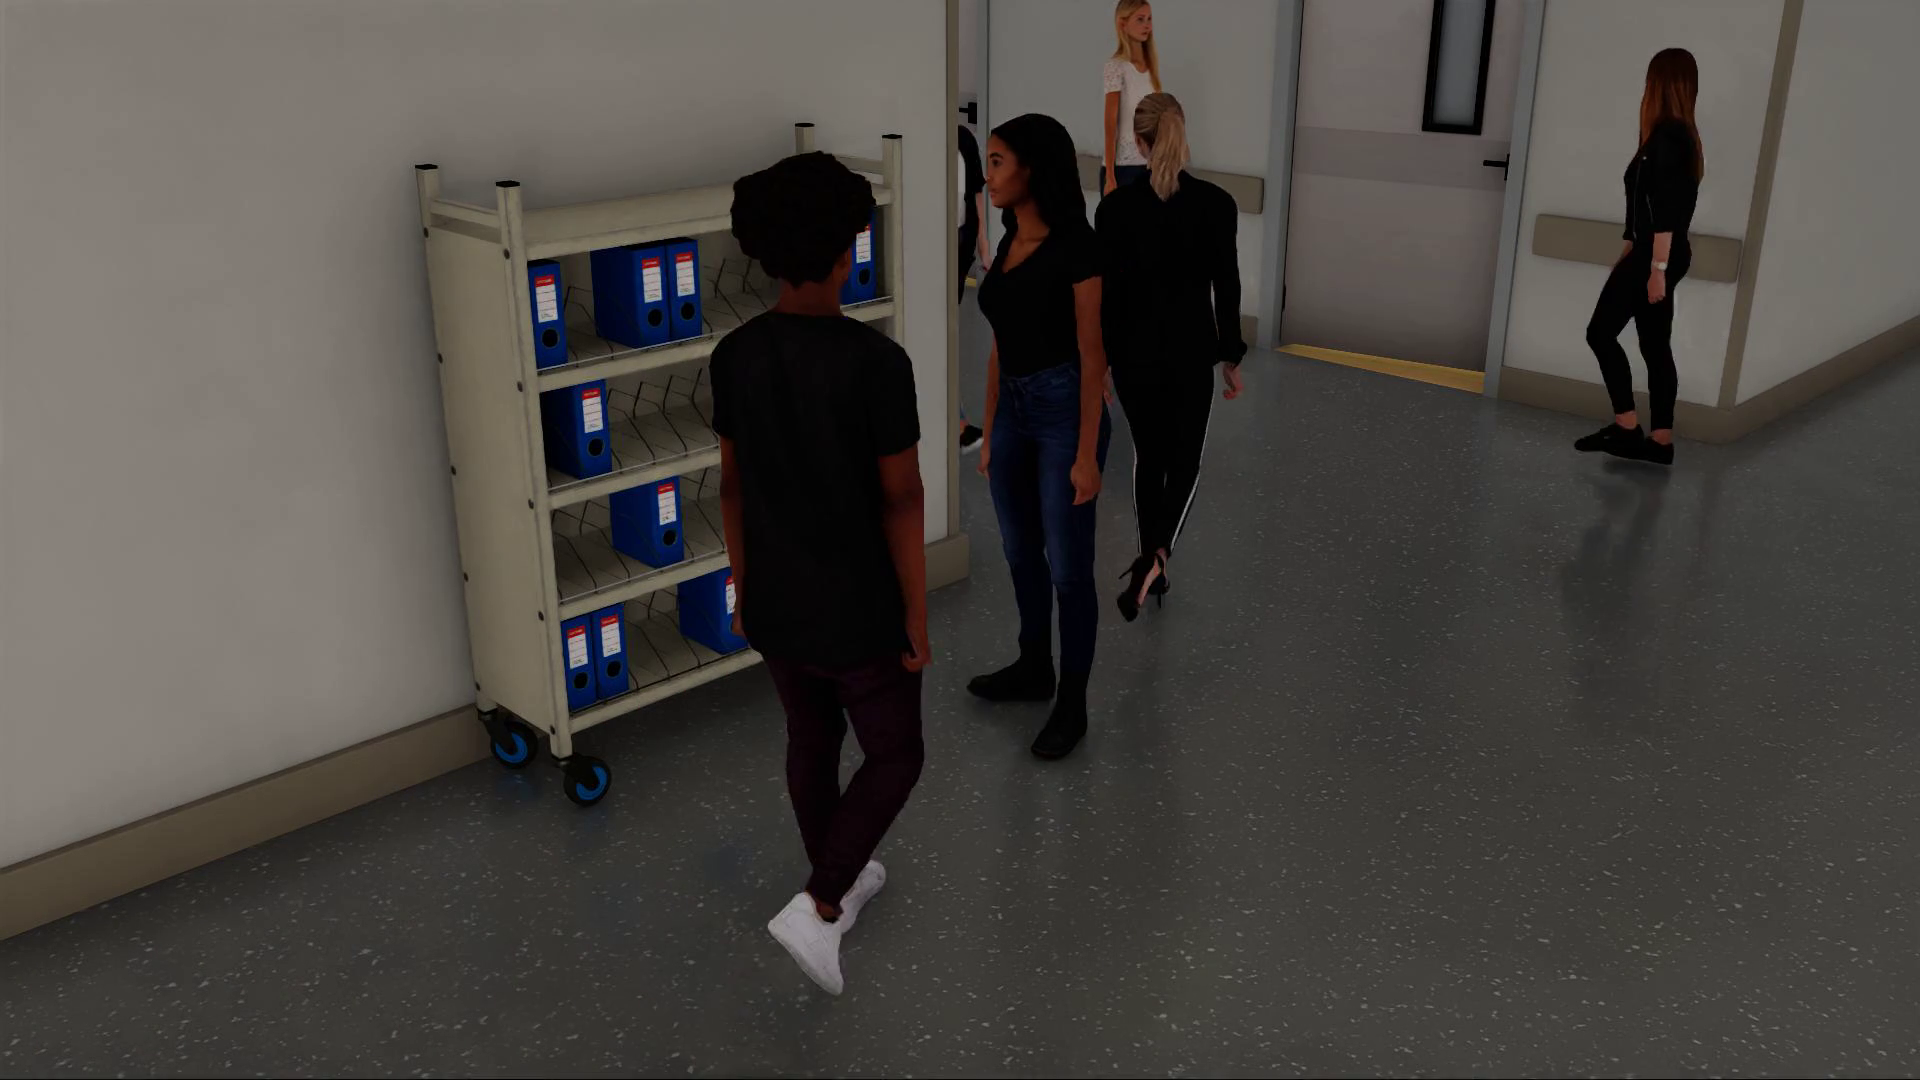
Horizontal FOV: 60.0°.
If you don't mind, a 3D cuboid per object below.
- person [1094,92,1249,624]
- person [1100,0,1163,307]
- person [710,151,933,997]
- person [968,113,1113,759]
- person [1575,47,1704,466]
[{"bbox_3d":[0.635,-0.507,5.213,0.942,1.683,1.059,4,21,9],"label":"person"},{"bbox_3d":[0.877,-1.927,8.786,0.689,1.808,0.464,16,26,36],"label":"person"},{"bbox_3d":[-0.309,0.121,3.443,0.847,1.762,1.016,10,23,24],"label":"person"},{"bbox_3d":[0.252,-0.265,4.504,0.698,1.733,0.607,19,28,41],"label":"person"},{"bbox_3d":[2.957,-1.126,6.837,0.743,1.690,0.637,11,23,27],"label":"person"}]
